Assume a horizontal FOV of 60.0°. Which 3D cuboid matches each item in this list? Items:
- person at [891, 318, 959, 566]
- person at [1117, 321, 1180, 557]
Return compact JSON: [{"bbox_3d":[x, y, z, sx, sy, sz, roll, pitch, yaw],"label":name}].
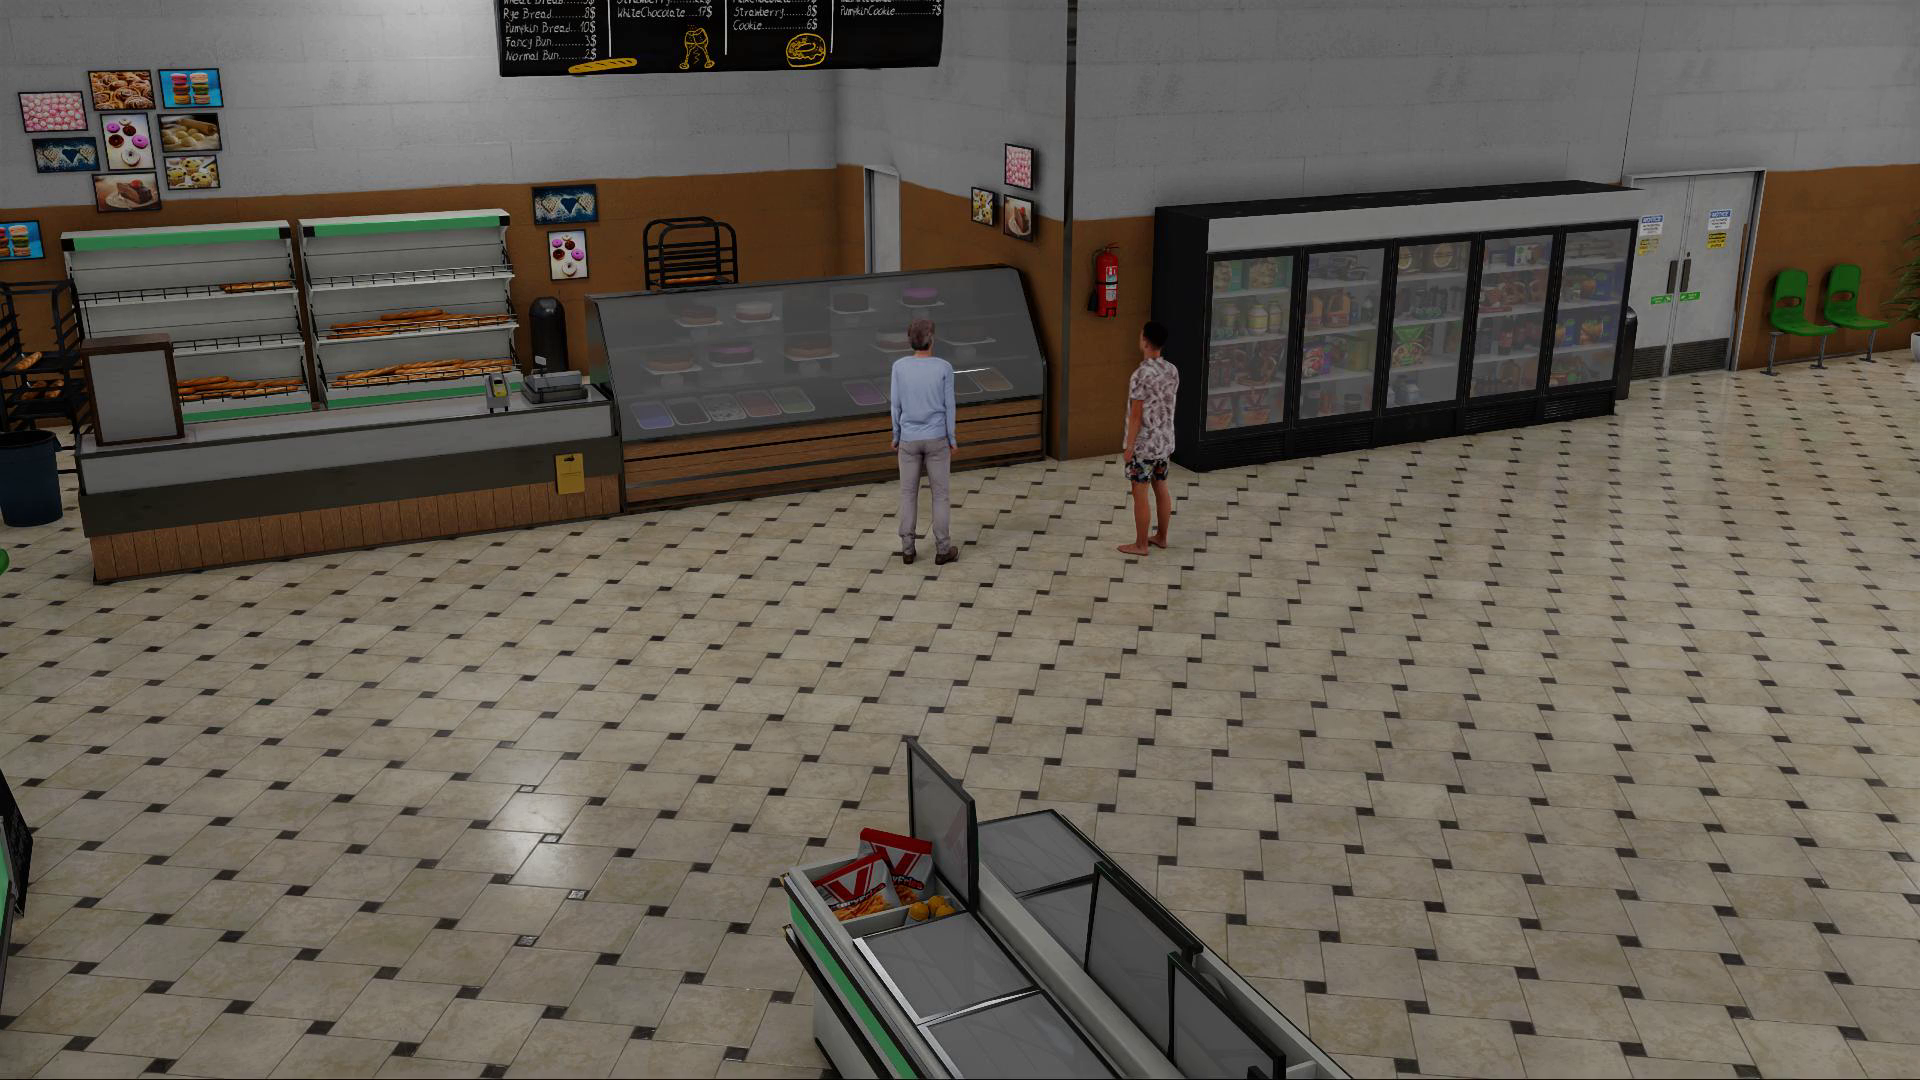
[{"bbox_3d":[-0.276,-0.749,12.636,0.748,1.892,0.767,3,19,9],"label":"person"},{"bbox_3d":[1.479,-0.785,12.862,0.731,1.816,0.684,-17,25,-41],"label":"person"}]
